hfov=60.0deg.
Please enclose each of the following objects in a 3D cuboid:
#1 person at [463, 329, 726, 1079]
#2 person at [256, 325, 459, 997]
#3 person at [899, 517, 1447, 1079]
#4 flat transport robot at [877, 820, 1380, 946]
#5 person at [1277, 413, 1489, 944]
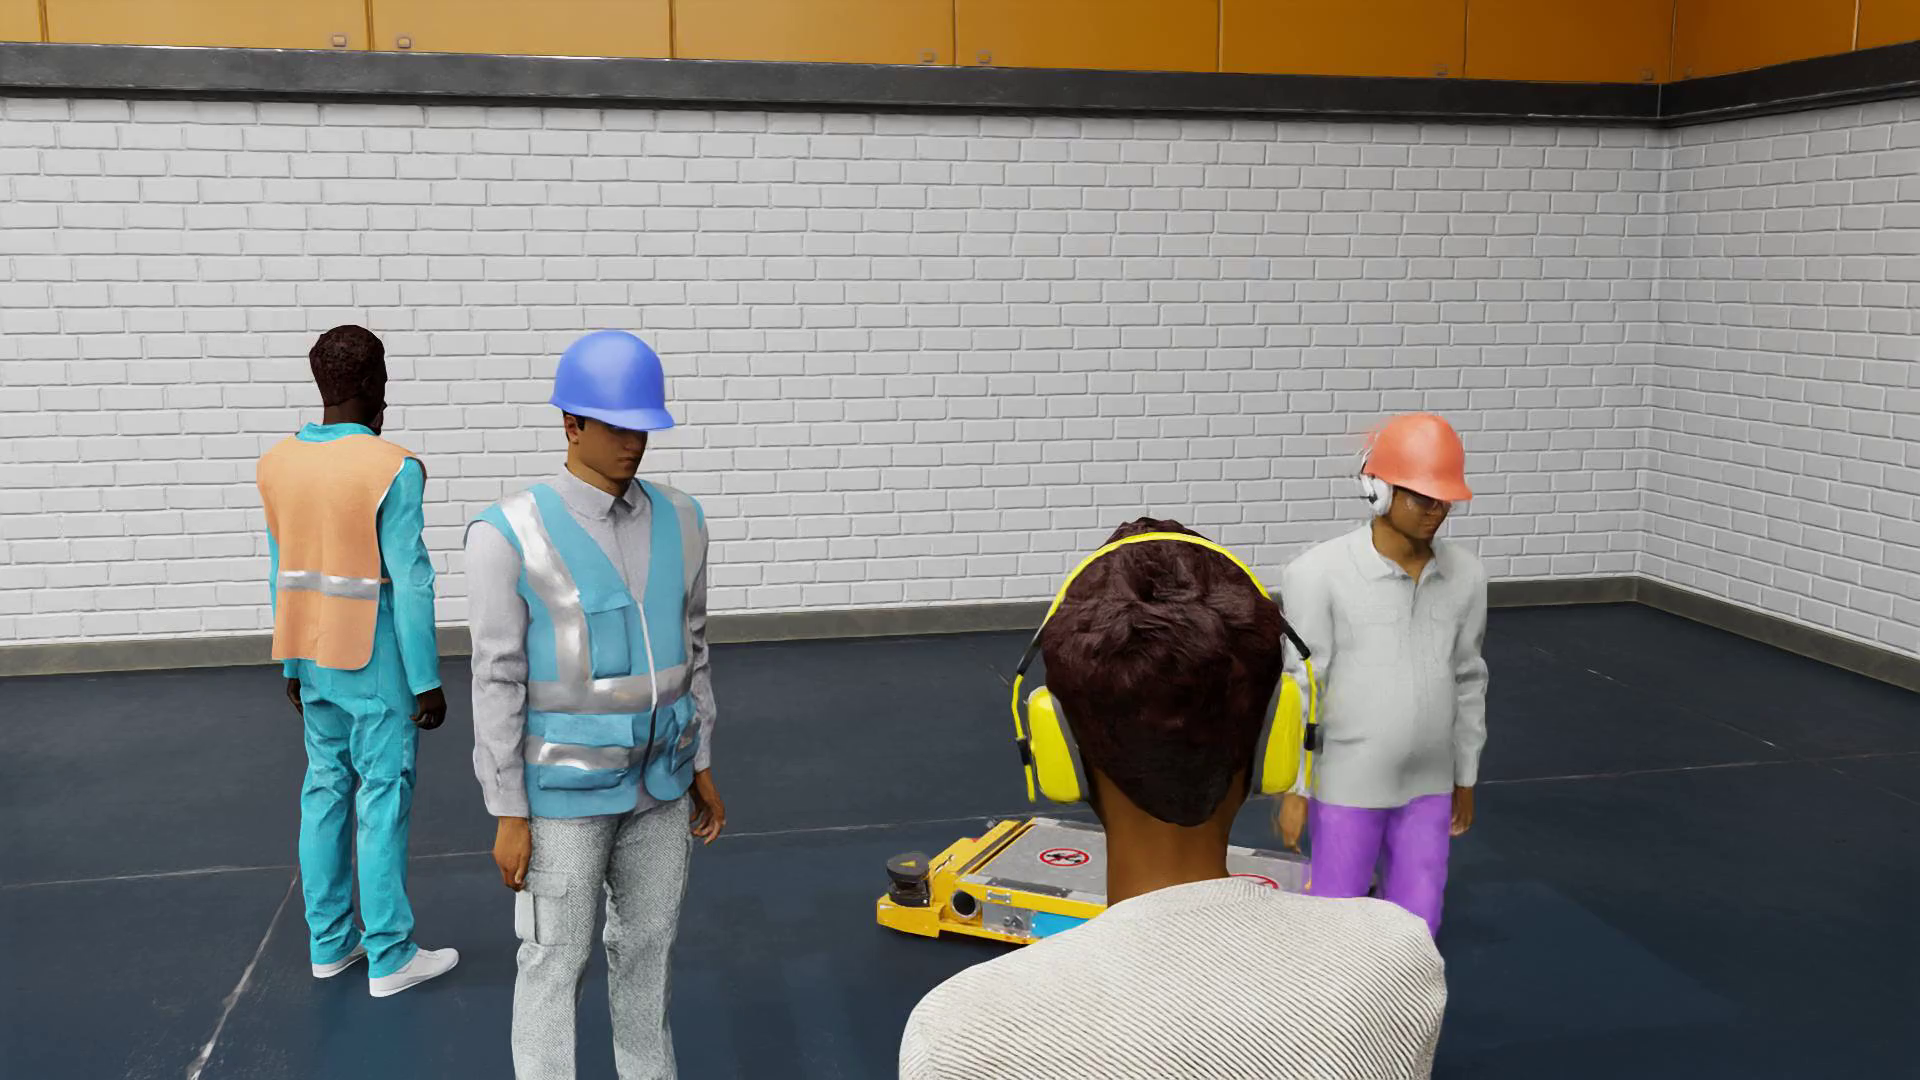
[{"bbox_3d":[-0.764,0.520,3.603,0.393,1.943,0.602,8,12,41],"label":"person"},{"bbox_3d":[-1.735,0.349,4.756,0.588,1.911,0.397,5,10,27],"label":"person"},{"bbox_3d":[0.172,0.913,1.448,0.535,1.864,0.312,-4,10,-24],"label":"person"},{"bbox_3d":[0.525,1.102,5.136,1.431,0.197,0.652,4,10,24],"label":"flat transport robot"},{"bbox_3d":[1.014,0.544,4.065,0.583,1.732,0.582,-3,10,-19],"label":"person"}]
